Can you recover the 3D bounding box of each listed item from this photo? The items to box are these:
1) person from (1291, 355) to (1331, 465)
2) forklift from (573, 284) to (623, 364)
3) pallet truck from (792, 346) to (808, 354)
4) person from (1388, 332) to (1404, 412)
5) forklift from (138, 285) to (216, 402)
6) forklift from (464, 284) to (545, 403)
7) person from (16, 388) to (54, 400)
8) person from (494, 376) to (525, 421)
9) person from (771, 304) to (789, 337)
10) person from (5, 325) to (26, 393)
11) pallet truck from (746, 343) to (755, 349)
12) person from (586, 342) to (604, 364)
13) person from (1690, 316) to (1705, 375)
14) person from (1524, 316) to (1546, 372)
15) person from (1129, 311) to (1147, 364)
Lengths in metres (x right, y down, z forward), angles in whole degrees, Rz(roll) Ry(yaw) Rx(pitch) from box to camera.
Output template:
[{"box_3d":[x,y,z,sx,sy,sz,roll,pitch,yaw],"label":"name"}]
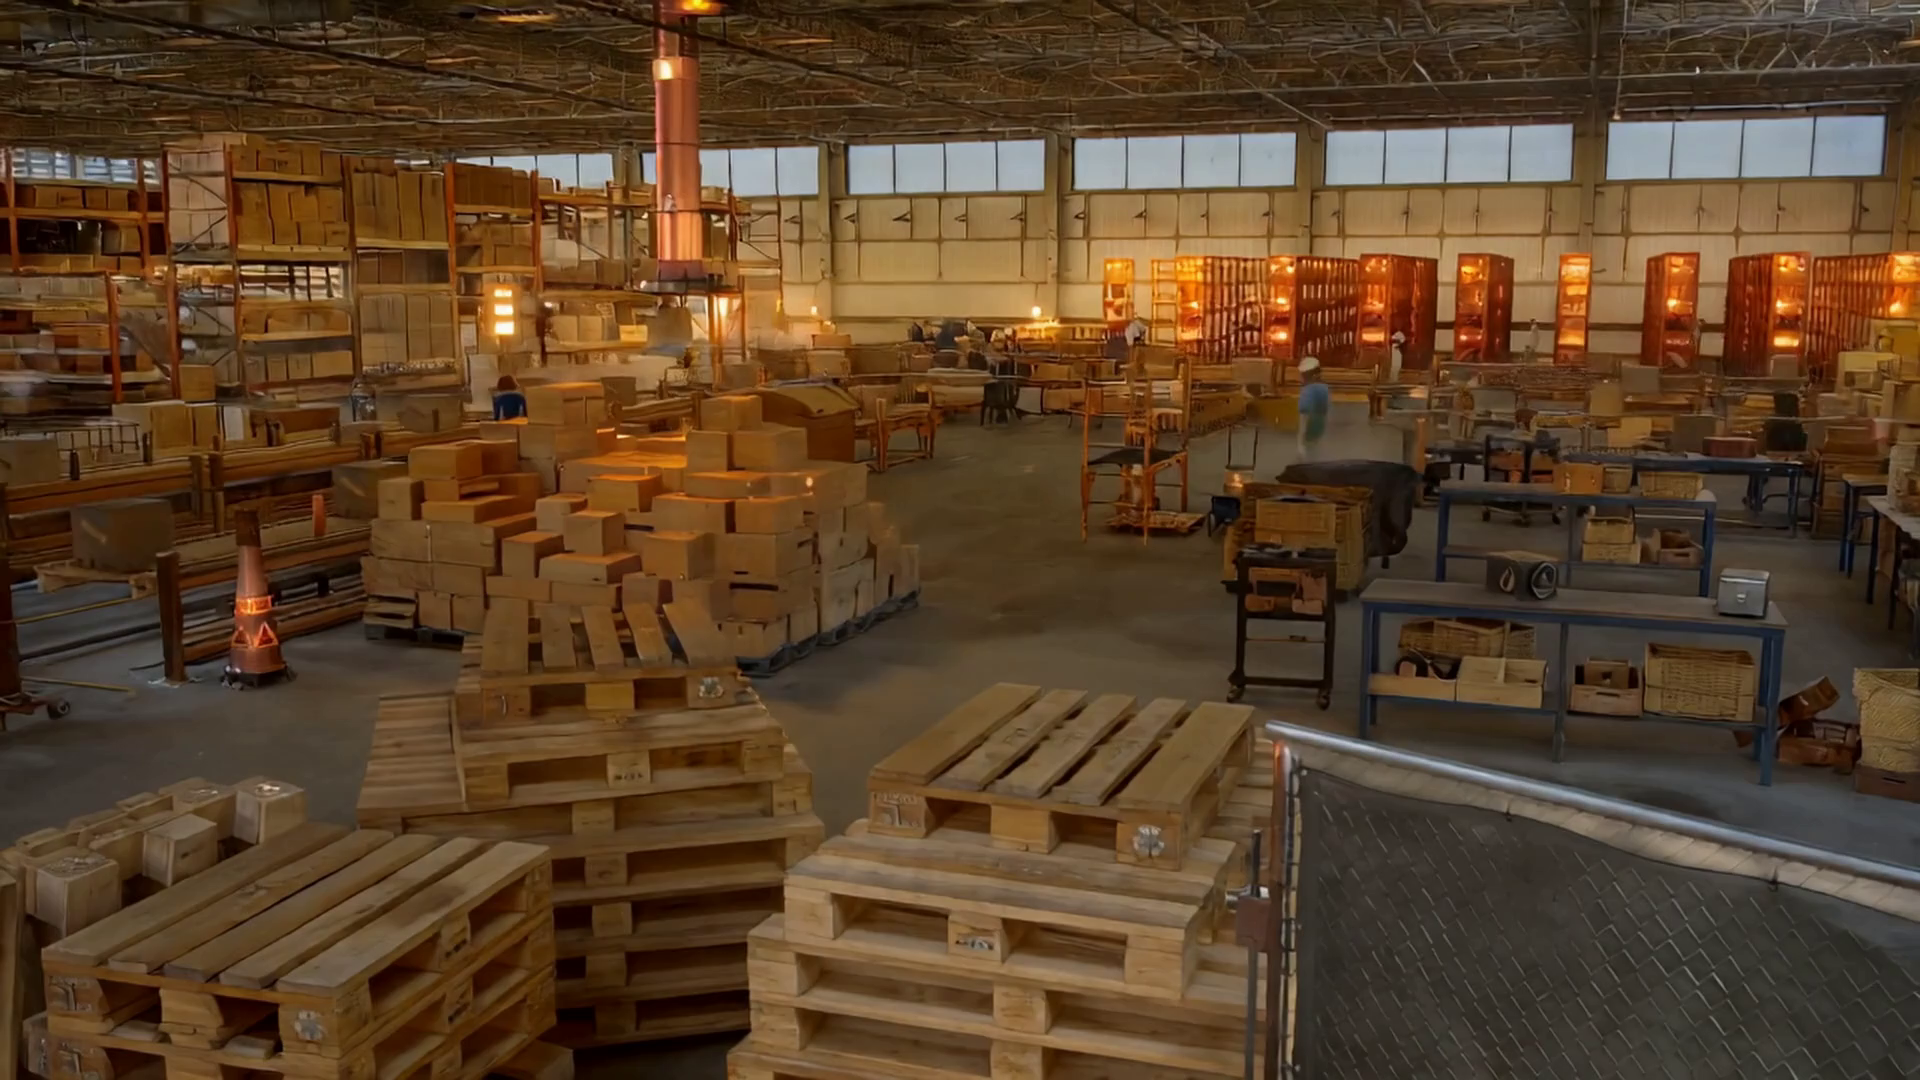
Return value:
[{"box_3d":[4.531,-1.331,21.145,0.620,2.019,0.803,-8,12,-41],"label":"person"},{"box_3d":[-10.404,-5.848,46.812,1.129,2.768,1.873,3,10,20],"label":"forklift"},{"box_3d":[-3.705,-4.298,42.022,0.653,1.274,1.630,3,10,20],"label":"pallet truck"},{"box_3d":[9.685,-3.722,36.947,0.310,1.768,0.533,2,9,14],"label":"person"},{"box_3d":[-17.480,-4.200,36.461,1.873,2.768,1.129,3,10,19],"label":"forklift"},{"box_3d":[-10.832,-4.702,39.610,1.129,2.768,1.873,3,10,20],"label":"forklift"},{"box_3d":[-22.423,-4.213,40.042,0.915,1.775,0.620,-7,11,-38],"label":"person"},{"box_3d":[-6.335,-1.496,23.418,0.286,1.625,0.497,7,11,37],"label":"person"},{"box_3d":[-6.801,-7.904,62.668,0.651,1.935,1.042,4,10,22],"label":"person"},{"box_3d":[-21.287,-3.906,37.643,0.561,1.912,0.730,4,10,23],"label":"person"},{"box_3d":[-6.183,-4.618,44.264,1.601,1.201,0.680,-9,12,-43],"label":"pallet truck"},{"box_3d":[-9.985,-5.056,45.592,0.540,1.683,0.493,-1,9,-8],"label":"person"},{"box_3d":[21.739,-5.702,49.166,0.481,1.828,0.599,2,9,15],"label":"person"},{"box_3d":[17.486,-5.935,50.709,0.769,1.812,0.579,3,9,16],"label":"person"},{"box_3d":[5.465,-6.068,51.209,0.622,1.931,0.449,-5,10,-27],"label":"person"}]
